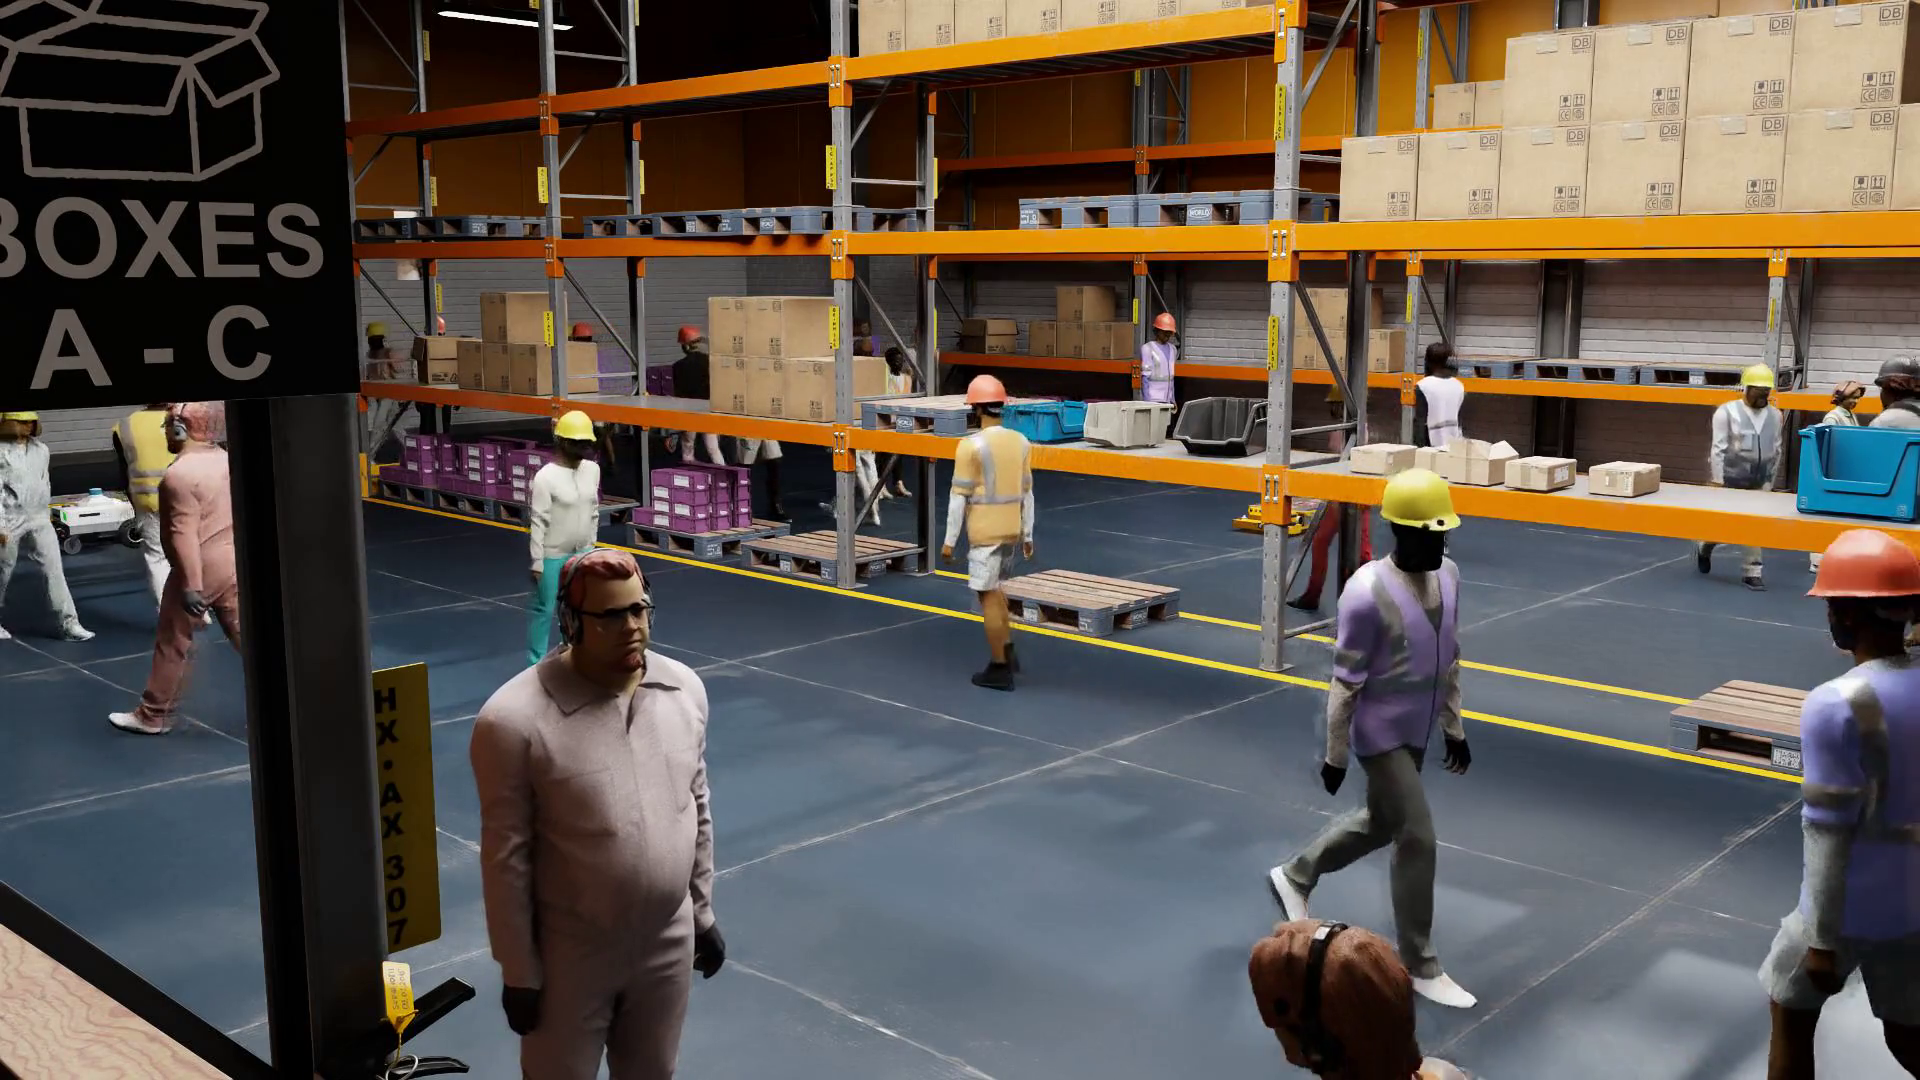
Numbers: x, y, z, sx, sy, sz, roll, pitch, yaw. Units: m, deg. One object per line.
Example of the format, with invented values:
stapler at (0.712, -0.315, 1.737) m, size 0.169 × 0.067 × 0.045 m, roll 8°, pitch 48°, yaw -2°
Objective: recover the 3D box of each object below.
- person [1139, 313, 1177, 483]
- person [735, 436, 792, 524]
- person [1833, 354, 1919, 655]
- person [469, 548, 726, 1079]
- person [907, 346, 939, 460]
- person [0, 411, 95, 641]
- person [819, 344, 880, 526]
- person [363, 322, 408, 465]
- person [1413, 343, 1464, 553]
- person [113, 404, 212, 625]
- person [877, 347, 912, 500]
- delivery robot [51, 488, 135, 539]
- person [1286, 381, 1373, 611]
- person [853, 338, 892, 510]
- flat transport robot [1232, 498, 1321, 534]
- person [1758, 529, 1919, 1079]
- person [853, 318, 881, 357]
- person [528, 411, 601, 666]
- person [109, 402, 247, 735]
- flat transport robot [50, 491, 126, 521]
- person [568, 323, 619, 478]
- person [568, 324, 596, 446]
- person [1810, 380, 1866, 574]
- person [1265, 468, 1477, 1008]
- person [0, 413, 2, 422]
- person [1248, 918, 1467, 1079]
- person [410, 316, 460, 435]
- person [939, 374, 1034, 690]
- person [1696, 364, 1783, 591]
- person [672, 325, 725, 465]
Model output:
person at (2.409, -1.699, 19.959) m, size 0.605 × 2.033 × 0.402 m, roll -9°, pitch 13°, yaw -44°
person at (-2.114, -1.136, 16.821) m, size 0.889 × 1.937 × 0.609 m, roll 8°, pitch 12°, yaw 41°
person at (6.130, -0.233, 10.939) m, size 0.697 × 2.000 × 0.590 m, roll -9°, pitch 13°, yaw -42°
person at (-0.833, 0.961, 4.029) m, size 0.639 × 1.911 × 0.402 m, roll -9°, pitch 13°, yaw -44°
person at (-0.509, -1.988, 22.369) m, size 0.507 × 1.830 × 0.568 m, roll -7°, pitch 12°, yaw -38°
person at (-6.421, -0.132, 11.388) m, size 0.920 × 1.693 × 0.505 m, roll 4°, pitch 10°, yaw 23°
person at (-1.129, -1.072, 16.760) m, size 0.965 × 1.815 × 0.548 m, roll 9°, pitch 13°, yaw 43°
person at (-7.502, -1.896, 21.675) m, size 0.606 × 1.878 × 1.001 m, roll 8°, pitch 12°, yaw 40°
person at (4.265, -0.818, 14.961) m, size 0.616 × 1.899 × 0.460 m, roll -6°, pitch 11°, yaw -33°
person at (-5.560, -0.244, 11.670) m, size 0.626 × 1.824 × 0.447 m, roll -2°, pitch 10°, yaw -13°
person at (-0.733, -1.306, 18.566) m, size 0.532 × 1.697 × 0.322 m, roll -9°, pitch 13°, yaw -44°
delivery robot at (-7.874, -0.229, 15.175) m, size 0.477 × 0.478 × 0.707 m, roll 9°, pitch 13°, yaw 43°
person at (2.764, -0.312, 12.327) m, size 0.776 × 1.731 × 0.557 m, roll 8°, pitch 12°, yaw 39°
person at (-1.011, -1.221, 17.647) m, size 0.490 × 1.824 × 0.644 m, roll 6°, pitch 11°, yaw 31°
flat transport robot at (3.385, -0.262, 16.528) m, size 0.652 × 0.197 × 1.431 m, roll 9°, pitch 13°, yaw 43°
person at (2.402, 0.933, 4.246) m, size 0.568 × 1.898 × 0.897 m, roll -3°, pitch 10°, yaw -19°
person at (-1.468, -2.480, 25.380) m, size 0.585 × 1.826 × 0.586 m, roll -5°, pitch 11°, yaw -29°
person at (-2.325, 0.090, 9.942) m, size 0.705 × 1.720 × 0.550 m, roll 7°, pitch 11°, yaw 35°
person at (-4.155, 0.162, 9.107) m, size 1.017 × 1.852 × 0.670 m, roll 1°, pitch 9°, yaw 8°
flat transport robot at (-9.076, -0.321, 16.894) m, size 0.652 × 0.197 × 1.431 m, roll 9°, pitch 13°, yaw 43°
person at (-4.638, -1.687, 20.300) m, size 0.965 × 1.887 × 0.575 m, roll -1°, pitch 9°, yaw -7°
person at (-5.439, -2.144, 23.367) m, size 0.590 × 1.809 × 0.540 m, roll 5°, pitch 11°, yaw 28°
person at (7.344, -0.521, 13.936) m, size 0.514 × 1.639 × 0.314 m, roll -9°, pitch 13°, yaw -44°
person at (1.480, 0.655, 5.980) m, size 0.593 × 1.887 × 0.880 m, roll -9°, pitch 13°, yaw -44°
person at (-9.678, -1.009, 16.361) m, size 0.634 × 1.835 × 1.010 m, roll -4°, pitch 10°, yaw -25°
person at (0.607, 1.352, 2.486) m, size 0.530 × 1.620 × 0.404 m, roll -8°, pitch 12°, yaw -39°
person at (-6.462, -1.770, 20.537) m, size 0.610 × 1.984 × 0.400 m, roll -9°, pitch 13°, yaw -44°
person at (0.166, -0.042, 10.142) m, size 0.497 × 1.917 × 0.555 m, roll 9°, pitch 13°, yaw 43°
person at (6.321, -0.526, 13.456) m, size 0.603 × 1.811 × 0.757 m, roll 0°, pitch 9°, yaw -2°
person at (-2.846, -1.388, 18.284) m, size 0.619 × 1.960 × 0.907 m, roll -6°, pitch 11°, yaw -32°
